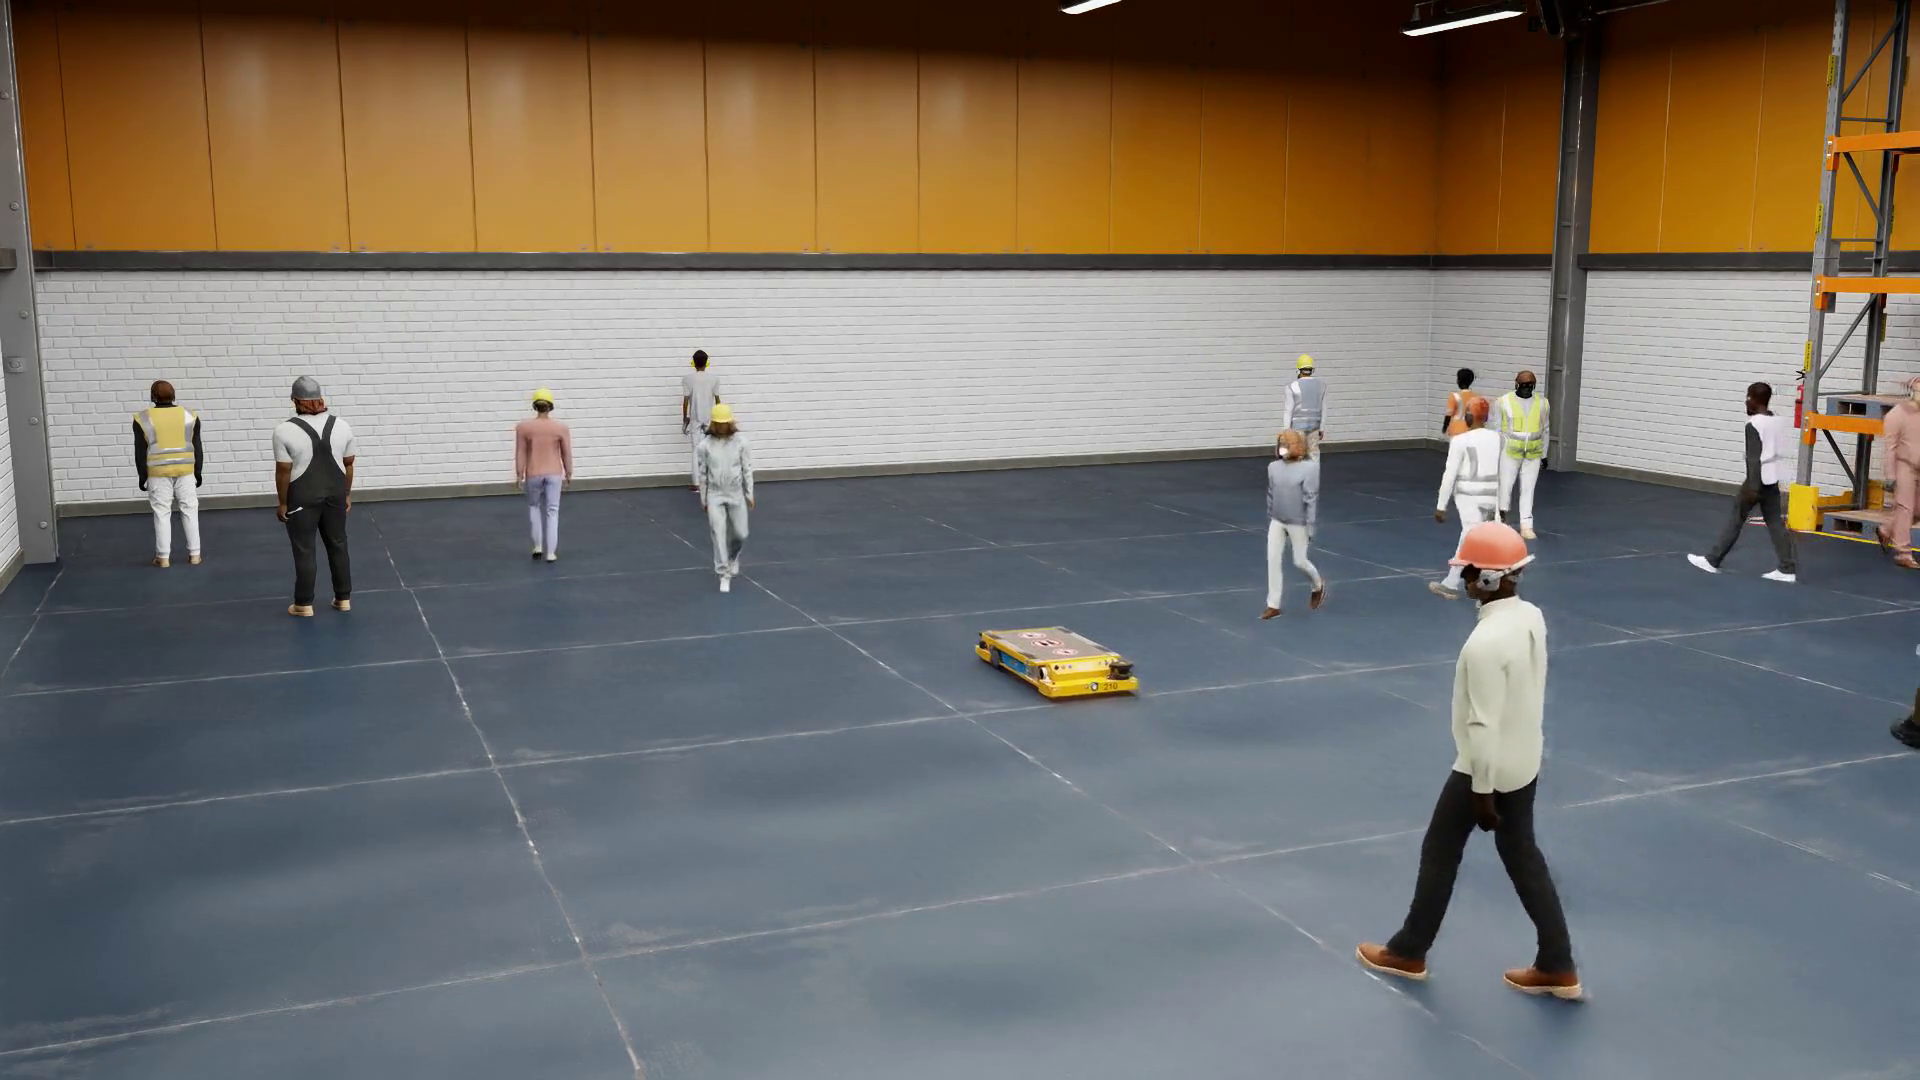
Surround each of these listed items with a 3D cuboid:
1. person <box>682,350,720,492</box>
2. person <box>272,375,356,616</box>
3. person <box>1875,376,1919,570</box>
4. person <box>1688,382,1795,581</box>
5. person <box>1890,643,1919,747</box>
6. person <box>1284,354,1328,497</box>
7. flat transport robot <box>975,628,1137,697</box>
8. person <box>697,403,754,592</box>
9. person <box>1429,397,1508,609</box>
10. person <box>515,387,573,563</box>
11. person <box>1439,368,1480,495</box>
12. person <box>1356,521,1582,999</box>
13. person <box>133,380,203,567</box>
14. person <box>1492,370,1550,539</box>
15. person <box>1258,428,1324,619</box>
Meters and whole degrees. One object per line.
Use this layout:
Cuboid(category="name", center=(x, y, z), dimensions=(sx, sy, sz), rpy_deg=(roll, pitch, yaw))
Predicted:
Cuboid(category="person", center=(-3.382, -1.553, 21.792), dimensions=(0.535, 1.861, 0.309), rpy_deg=(-2, 10, -14))
Cuboid(category="person", center=(-5.518, -0.380, 14.145), dimensions=(0.537, 2.000, 0.683), rpy_deg=(9, 13, 44))
Cuboid(category="person", center=(9.325, -0.675, 16.397), dimensions=(0.649, 1.889, 0.616), rpy_deg=(-3, 10, -19))
Cuboid(category="person", center=(7.528, -0.565, 15.796), dimensions=(0.628, 1.860, 0.997), rpy_deg=(-8, 12, -39))
Cuboid(category="person", center=(5.955, 0.411, 9.847), dimensions=(0.567, 1.883, 1.012), rpy_deg=(0, 9, 2))
Cuboid(category="person", center=(4.386, -1.448, 21.242), dimensions=(0.591, 1.834, 0.404), rpy_deg=(-2, 10, -15))
Cuboid(category="flat transport robot", center=(0.669, 0.854, 12.013), dimensions=(0.652, 0.197, 1.431), rpy_deg=(-4, 10, -20))
Cuboid(category="person", center=(-2.153, -0.409, 15.268), dimensions=(0.511, 1.719, 0.556), rpy_deg=(-2, 10, -13))
Cuboid(category="person", center=(4.447, -0.325, 14.454), dimensions=(0.598, 1.832, 0.979), rpy_deg=(-4, 10, -25))
Cuboid(category="person", center=(-4.172, -0.661, 16.709), dimensions=(0.556, 1.746, 0.580), rpy_deg=(-2, 10, -11))
Cuboid(category="person", center=(6.434, -1.359, 21.195), dimensions=(0.527, 1.668, 0.811), rpy_deg=(-6, 11, -31))
Cuboid(category="person", center=(2.138, 0.884, 6.757), dimensions=(0.885, 1.958, 0.615), rpy_deg=(8, 13, 42))
Cuboid(category="person", center=(-7.795, -0.655, 16.404), dimensions=(0.627, 1.847, 0.429), rpy_deg=(-7, 12, -36))
Cuboid(category="person", center=(6.082, -0.921, 18.045), dimensions=(0.623, 1.839, 0.429), rpy_deg=(0, 9, 2))
Cuboid(category="person", center=(2.824, -0.151, 14.055), dimensions=(0.714, 1.605, 0.507), rpy_deg=(-9, 13, -44))
